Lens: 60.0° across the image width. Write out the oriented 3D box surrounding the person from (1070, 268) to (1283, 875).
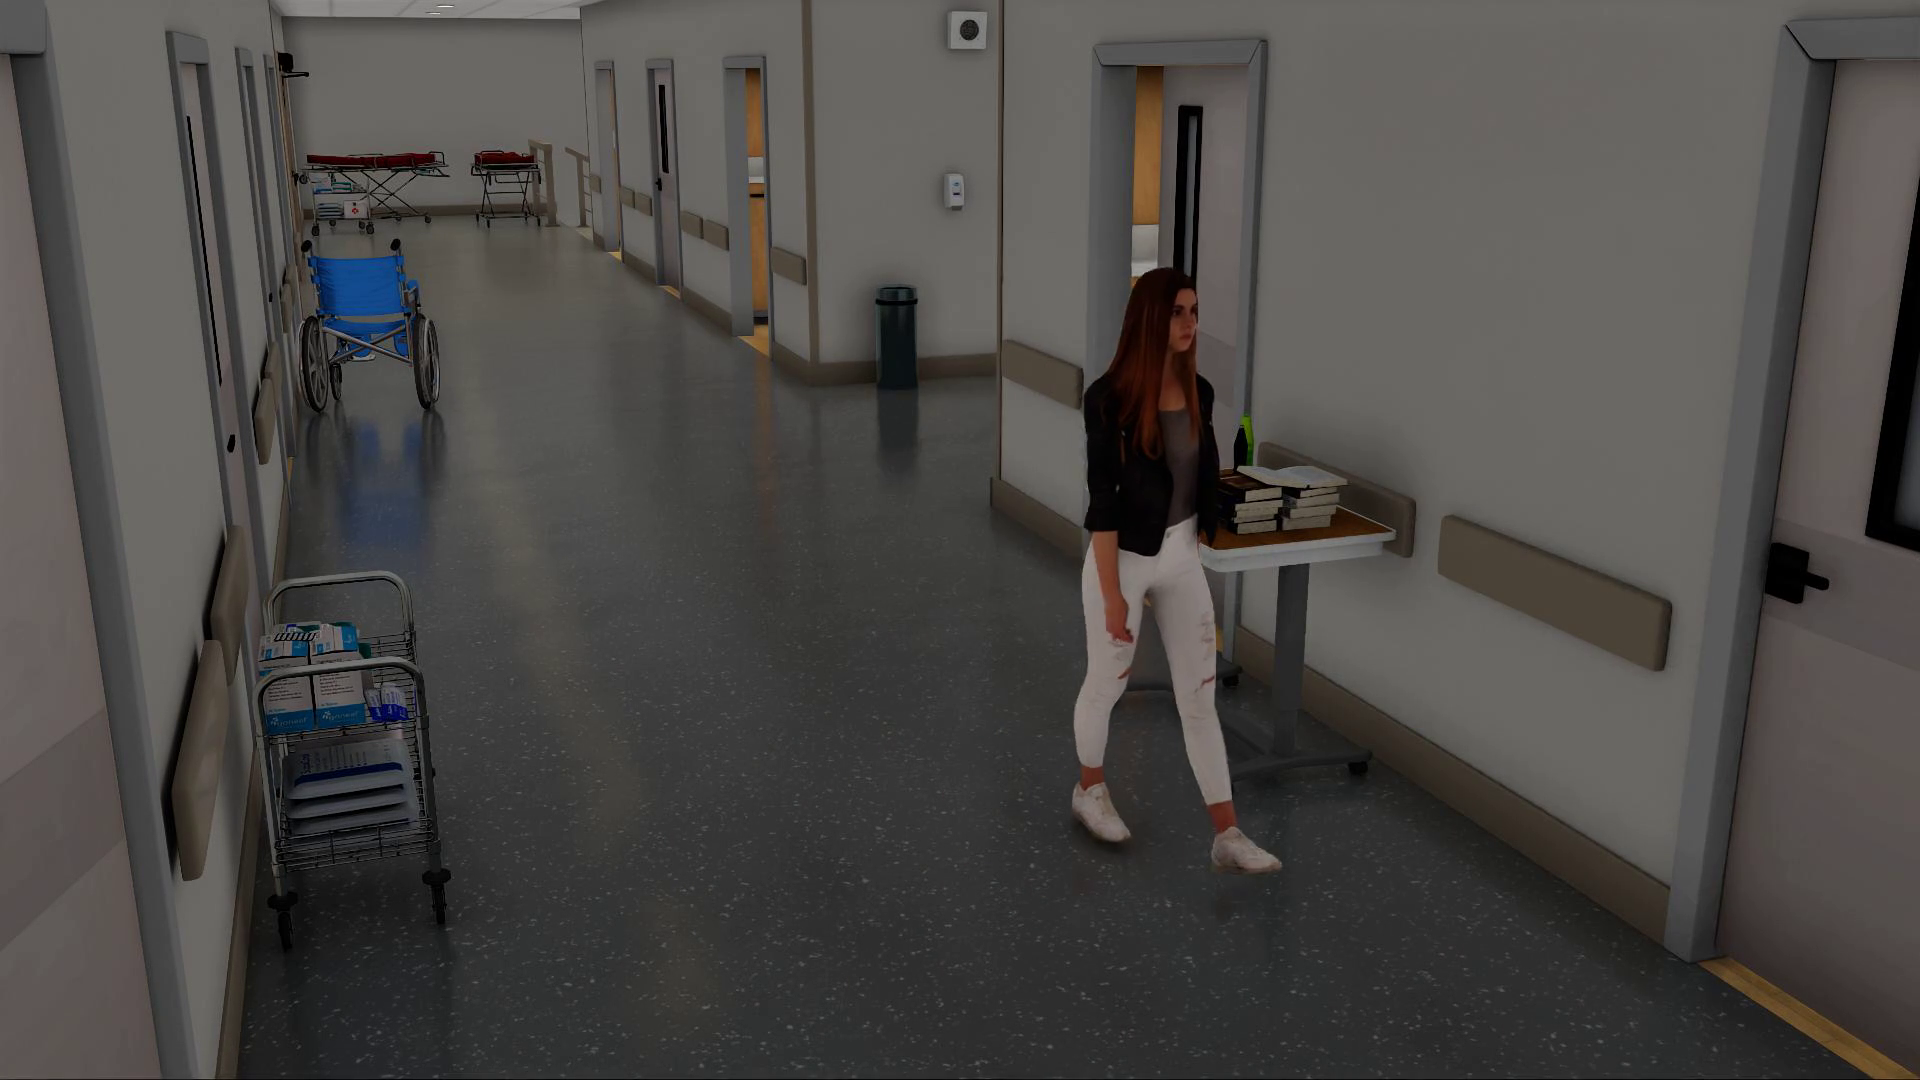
[{"bbox_3d":[0.468,0.086,4.700,0.643,1.673,1.032,-7,17,-24],"label":"person"}]
